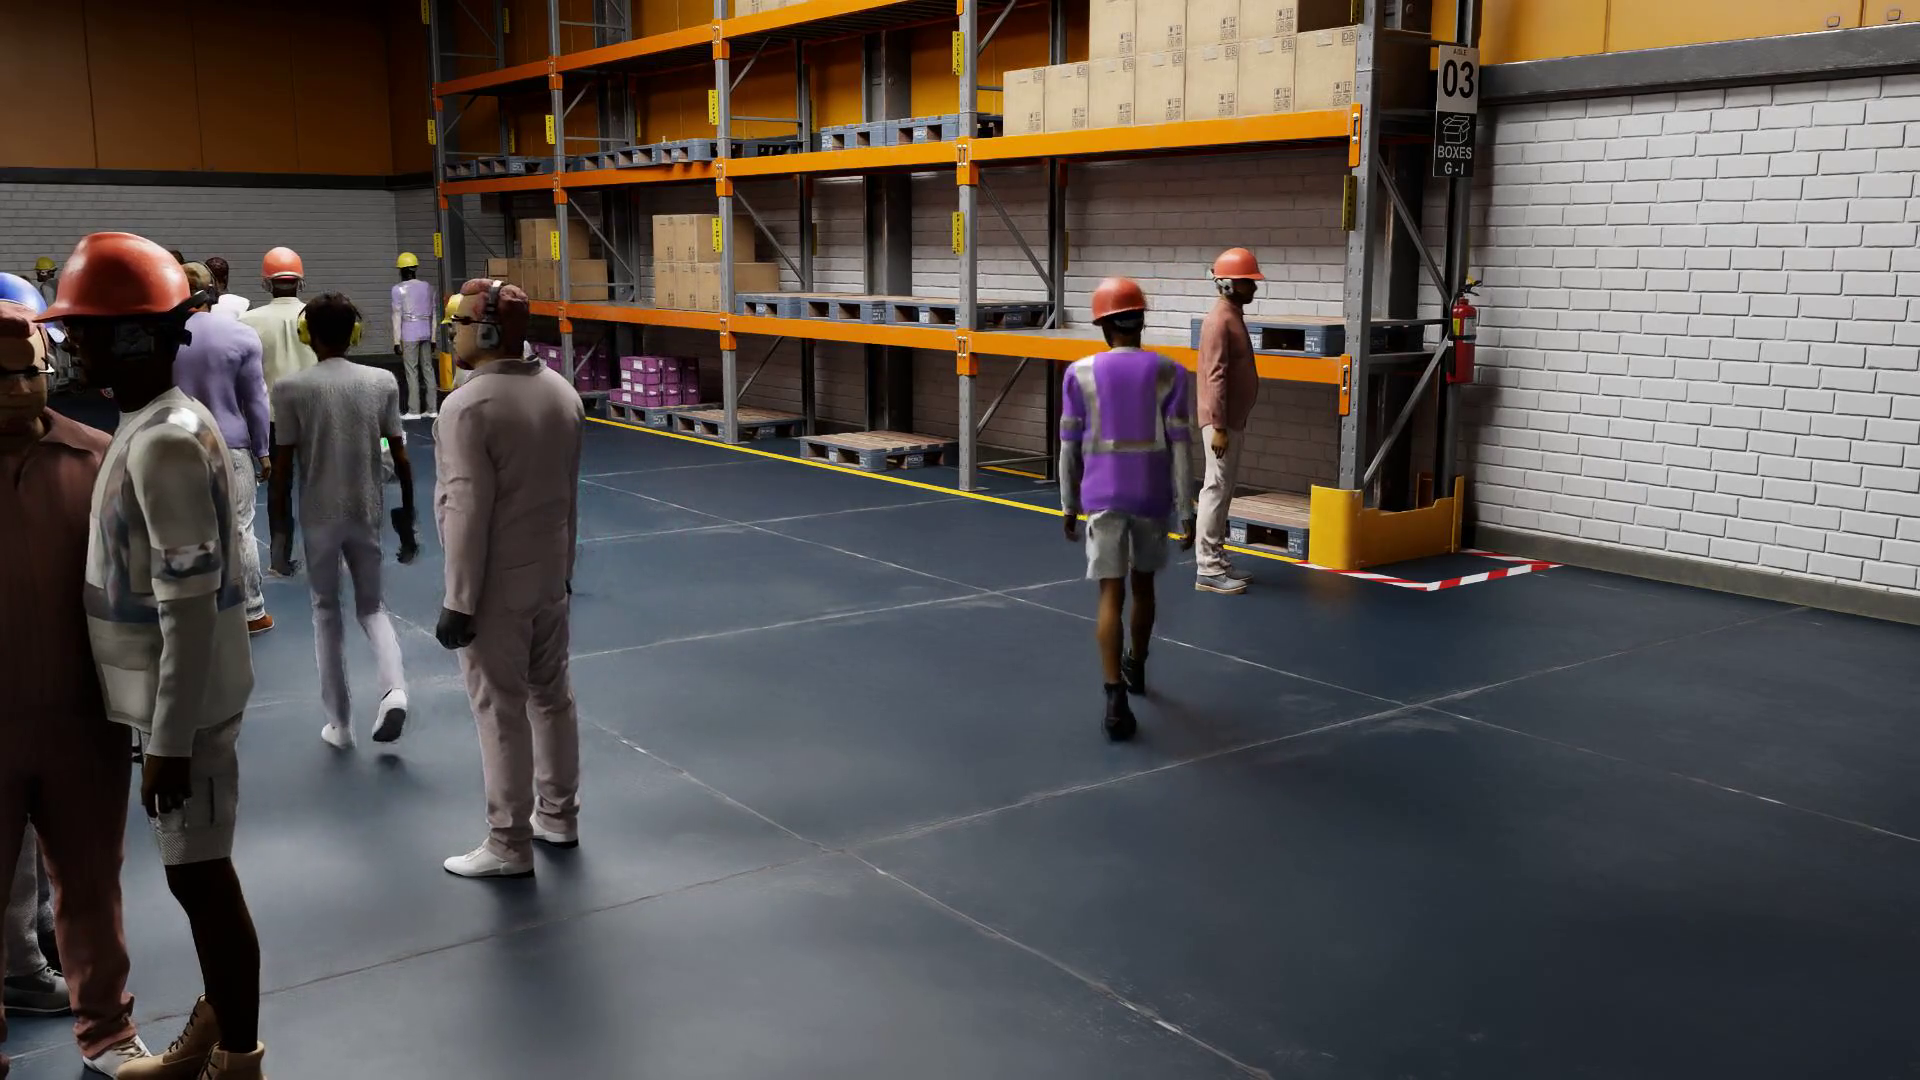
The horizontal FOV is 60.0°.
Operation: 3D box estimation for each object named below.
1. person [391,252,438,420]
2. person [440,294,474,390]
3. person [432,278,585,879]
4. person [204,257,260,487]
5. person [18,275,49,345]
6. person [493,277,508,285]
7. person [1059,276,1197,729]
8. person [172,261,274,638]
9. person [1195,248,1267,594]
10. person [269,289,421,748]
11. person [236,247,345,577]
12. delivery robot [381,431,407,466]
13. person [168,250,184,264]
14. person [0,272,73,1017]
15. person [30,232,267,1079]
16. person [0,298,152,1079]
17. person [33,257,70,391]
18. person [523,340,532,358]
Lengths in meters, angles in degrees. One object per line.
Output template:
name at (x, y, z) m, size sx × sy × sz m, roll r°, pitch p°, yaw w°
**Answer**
person at (-6.284, -2.339, 19.145) m, size 0.401 × 1.918 × 0.588 m, roll 7°, pitch 12°, yaw 33°
person at (-2.643, -0.529, 9.475) m, size 0.579 × 1.742 × 0.540 m, roll 1°, pitch 10°, yaw 6°
person at (-1.468, 0.125, 5.352) m, size 0.409 × 1.911 × 0.651 m, roll 4°, pitch 11°, yaw 19°
person at (-6.051, -1.350, 13.635) m, size 0.581 × 1.911 × 0.392 m, roll 0°, pitch 10°, yaw 2°
person at (-12.303, -2.692, 21.955) m, size 0.527 × 1.606 × 0.687 m, roll -4°, pitch 11°, yaw -20°
person at (-5.404, -2.273, 19.594) m, size 0.491 × 1.626 × 0.282 m, roll -10°, pitch 14°, yaw -44°
person at (0.716, -0.171, 7.095) m, size 0.582 × 1.872 × 1.017 m, roll 0°, pitch 10°, yaw 1°
person at (-3.829, -0.441, 8.462) m, size 0.627 × 1.934 × 0.371 m, roll -3°, pitch 10°, yaw -15°
person at (1.569, -0.694, 9.703) m, size 0.393 × 1.992 × 0.622 m, roll 3°, pitch 11°, yaw 18°
person at (-2.416, -0.058, 6.574) m, size 0.573 × 1.846 × 0.534 m, roll -8°, pitch 13°, yaw -36°
person at (-4.052, -0.770, 10.127) m, size 0.611 × 1.997 × 0.375 m, roll -5°, pitch 11°, yaw -24°
delivery robot at (-5.103, -0.826, 14.214) m, size 0.707 × 0.478 × 0.477 m, roll 3°, pitch 10°, yaw 15°
person at (-9.844, -2.676, 20.961) m, size 0.637 × 1.938 × 0.357 m, roll -2°, pitch 10°, yaw -10°
person at (-2.494, 0.276, 4.404) m, size 0.403 × 1.945 × 0.614 m, roll -4°, pitch 11°, yaw -19°
person at (-1.785, 0.350, 3.725) m, size 0.378 × 2.044 × 0.608 m, roll -5°, pitch 11°, yaw -27°
person at (-2.120, 0.410, 3.787) m, size 0.407 × 1.903 × 0.639 m, roll 9°, pitch 13°, yaw 40°
person at (-12.454, -2.950, 22.792) m, size 0.403 × 1.835 × 0.586 m, roll -2°, pitch 10°, yaw -13°
person at (-3.217, -0.882, 11.801) m, size 0.509 × 1.623 × 0.283 m, roll 6°, pitch 12°, yaw 31°
